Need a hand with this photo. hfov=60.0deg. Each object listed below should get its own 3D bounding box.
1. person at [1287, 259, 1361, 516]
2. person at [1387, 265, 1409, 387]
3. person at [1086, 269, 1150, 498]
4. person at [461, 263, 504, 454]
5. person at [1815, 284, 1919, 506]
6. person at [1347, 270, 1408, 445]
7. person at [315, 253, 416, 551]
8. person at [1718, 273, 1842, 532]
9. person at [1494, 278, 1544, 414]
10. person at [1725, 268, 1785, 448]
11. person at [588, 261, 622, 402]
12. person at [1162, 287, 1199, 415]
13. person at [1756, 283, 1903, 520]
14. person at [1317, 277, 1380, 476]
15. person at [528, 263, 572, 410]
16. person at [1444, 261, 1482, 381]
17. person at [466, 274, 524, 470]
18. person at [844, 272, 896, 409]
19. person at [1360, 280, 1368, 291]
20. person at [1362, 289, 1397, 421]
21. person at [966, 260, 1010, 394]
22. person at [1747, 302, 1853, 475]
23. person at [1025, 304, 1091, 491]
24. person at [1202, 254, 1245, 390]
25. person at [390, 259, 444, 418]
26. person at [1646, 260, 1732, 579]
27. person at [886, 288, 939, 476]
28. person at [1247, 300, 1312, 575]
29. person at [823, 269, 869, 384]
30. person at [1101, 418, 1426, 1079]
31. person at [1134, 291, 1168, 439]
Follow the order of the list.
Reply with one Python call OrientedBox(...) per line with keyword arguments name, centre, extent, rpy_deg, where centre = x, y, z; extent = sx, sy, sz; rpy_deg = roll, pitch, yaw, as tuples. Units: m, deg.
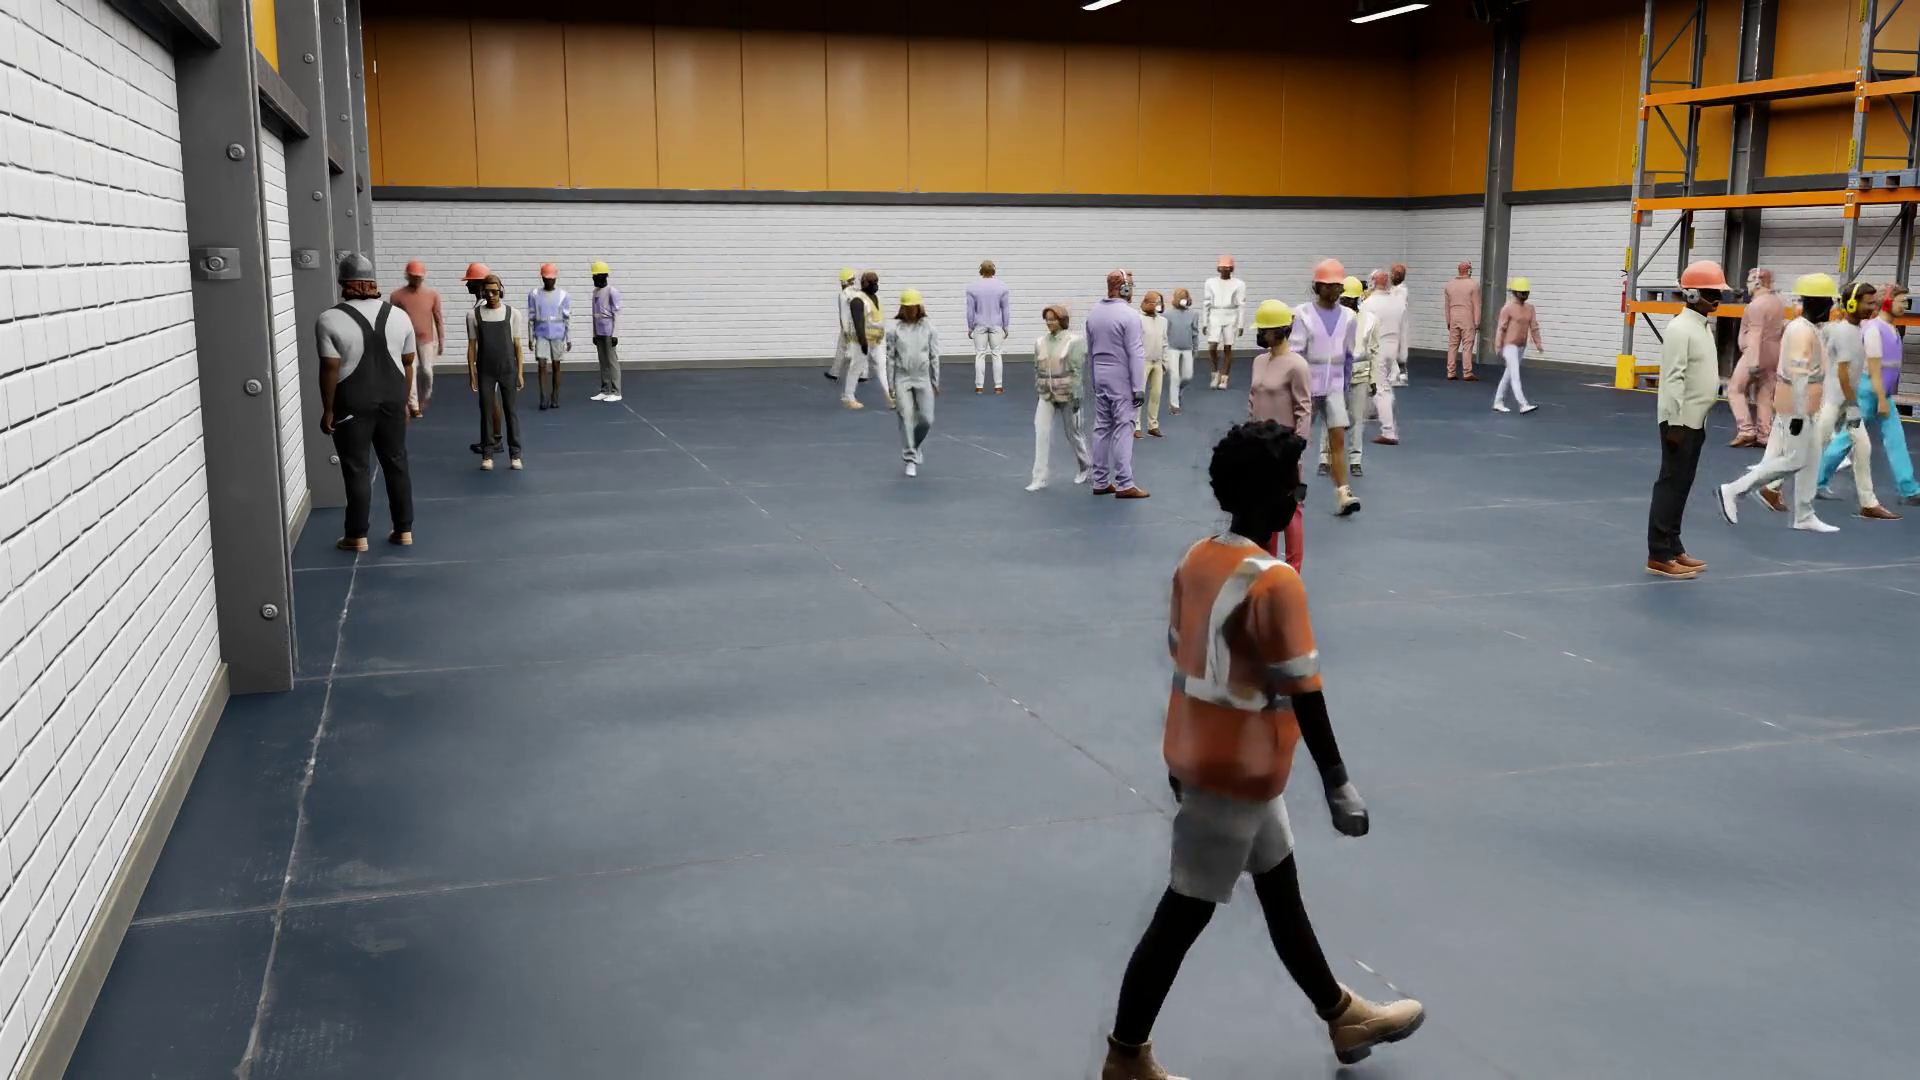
OrientedBox(name="person", centre=(2.849, -1.195, 13.064), extent=(0.629, 1.986, 1.074), rpy_deg=(-2, 10, -12))
OrientedBox(name="person", centre=(6.678, -3.256, 25.385), extent=(0.361, 1.856, 0.683), rpy_deg=(1, 10, 3))
OrientedBox(name="person", centre=(1.335, -1.301, 13.909), extent=(0.407, 1.908, 0.641), rpy_deg=(-7, 12, -34))
OrientedBox(name="person", centre=(-4.870, -1.850, 16.991), extent=(0.360, 1.939, 0.543), rpy_deg=(-4, 10, -20))
OrientedBox(name="person", centre=(7.462, -1.175, 13.518), extent=(1.015, 1.789, 0.583), rpy_deg=(10, 14, 44))
OrientedBox(name="person", centre=(4.447, -1.983, 18.006), extent=(0.672, 1.853, 1.005), rpy_deg=(-6, 12, -32))
OrientedBox(name="person", centre=(-4.126, -0.951, 11.488), extent=(0.675, 2.000, 0.537), rpy_deg=(-9, 13, -43))
OrientedBox(name="person", centre=(6.060, -0.997, 12.177), extent=(0.749, 1.906, 0.591), rpy_deg=(5, 11, 27))
OrientedBox(name="person", centre=(7.099, -2.453, 21.118), extent=(0.534, 1.717, 0.894), rpy_deg=(-5, 11, -28))
OrientedBox(name="person", centre=(8.310, -1.890, 17.394), extent=(0.649, 1.887, 0.519), rpy_deg=(-8, 13, -39))
OrientedBox(name="person", centre=(-4.896, -2.863, 22.886), extent=(0.384, 1.925, 0.593), rpy_deg=(-9, 13, -42))
OrientedBox(name="person", centre=(2.780, -2.409, 21.168), extent=(0.503, 1.620, 0.517), rpy_deg=(-2, 10, -11))
OrientedBox(name="person", centre=(6.762, -1.080, 12.893), extent=(1.002, 1.824, 0.516), rpy_deg=(9, 13, 41))
OrientedBox(name="person", centre=(3.536, -1.491, 15.241), extent=(0.586, 1.825, 0.404), rpy_deg=(2, 10, 11))
OrientedBox(name="person", centre=(-5.337, -2.637, 21.653), extent=(0.572, 1.899, 0.851), rpy_deg=(-2, 10, -14))
OrientedBox(name="person", centre=(8.075, -3.504, 26.644), extent=(0.410, 1.913, 0.643), rpy_deg=(-8, 13, -39))
OrientedBox(name="person", centre=(-4.371, -1.570, 15.665), extent=(0.505, 1.842, 0.332), rpy_deg=(-3, 10, -15))
OrientedBox(name="person", centre=(-1.143, -2.584, 21.662), extent=(0.965, 1.787, 0.655), rpy_deg=(6, 11, 30))
OrientedBox(name="person", centre=(5.114, -2.450, 21.172), extent=(0.532, 1.694, 0.319), rpy_deg=(-6, 11, -31))
OrientedBox(name="person", centre=(5.011, -2.223, 20.079), extent=(0.548, 1.604, 0.566), rpy_deg=(-2, 10, -12))
OrientedBox(name="person", centre=(0.404, -3.075, 24.082), extent=(0.632, 1.940, 0.372), rpy_deg=(0, 10, -1))
OrientedBox(name="person", centre=(7.847, -1.398, 15.360), extent=(0.842, 1.600, 0.517), rpy_deg=(8, 13, 41))
OrientedBox(name="person", centre=(0.894, -1.246, 14.477), extent=(0.523, 1.610, 0.806), rpy_deg=(7, 12, 35))
OrientedBox(name="person", centre=(3.908, -3.232, 24.734), extent=(0.647, 2.023, 0.641), rpy_deg=(3, 10, 17))
OrientedBox(name="person", centre=(-6.773, -2.510, 20.732), extent=(0.664, 1.966, 0.665), rpy_deg=(-4, 11, -23))
OrientedBox(name="person", centre=(4.613, -0.762, 10.528), extent=(0.396, 1.992, 0.623), rpy_deg=(7, 12, 37))
OrientedBox(name="person", centre=(-0.446, -1.463, 15.354), extent=(0.498, 1.724, 0.490), rpy_deg=(-2, 10, -10))
OrientedBox(name="person", centre=(1.880, -0.553, 9.993), extent=(0.323, 1.763, 0.533), rpy_deg=(-5, 11, -26))
OrientedBox(name="person", centre=(-1.779, -3.350, 26.109), extent=(0.903, 1.782, 0.584), rpy_deg=(8, 13, 39))
OrientedBox(name="person", centre=(0.735, 0.540, 3.955), extent=(0.900, 1.647, 0.541), rpy_deg=(-1, 10, -6))
OrientedBox(name="person", centre=(2.099, -1.931, 18.376), extent=(0.507, 1.628, 0.279), rpy_deg=(-7, 12, -34))
